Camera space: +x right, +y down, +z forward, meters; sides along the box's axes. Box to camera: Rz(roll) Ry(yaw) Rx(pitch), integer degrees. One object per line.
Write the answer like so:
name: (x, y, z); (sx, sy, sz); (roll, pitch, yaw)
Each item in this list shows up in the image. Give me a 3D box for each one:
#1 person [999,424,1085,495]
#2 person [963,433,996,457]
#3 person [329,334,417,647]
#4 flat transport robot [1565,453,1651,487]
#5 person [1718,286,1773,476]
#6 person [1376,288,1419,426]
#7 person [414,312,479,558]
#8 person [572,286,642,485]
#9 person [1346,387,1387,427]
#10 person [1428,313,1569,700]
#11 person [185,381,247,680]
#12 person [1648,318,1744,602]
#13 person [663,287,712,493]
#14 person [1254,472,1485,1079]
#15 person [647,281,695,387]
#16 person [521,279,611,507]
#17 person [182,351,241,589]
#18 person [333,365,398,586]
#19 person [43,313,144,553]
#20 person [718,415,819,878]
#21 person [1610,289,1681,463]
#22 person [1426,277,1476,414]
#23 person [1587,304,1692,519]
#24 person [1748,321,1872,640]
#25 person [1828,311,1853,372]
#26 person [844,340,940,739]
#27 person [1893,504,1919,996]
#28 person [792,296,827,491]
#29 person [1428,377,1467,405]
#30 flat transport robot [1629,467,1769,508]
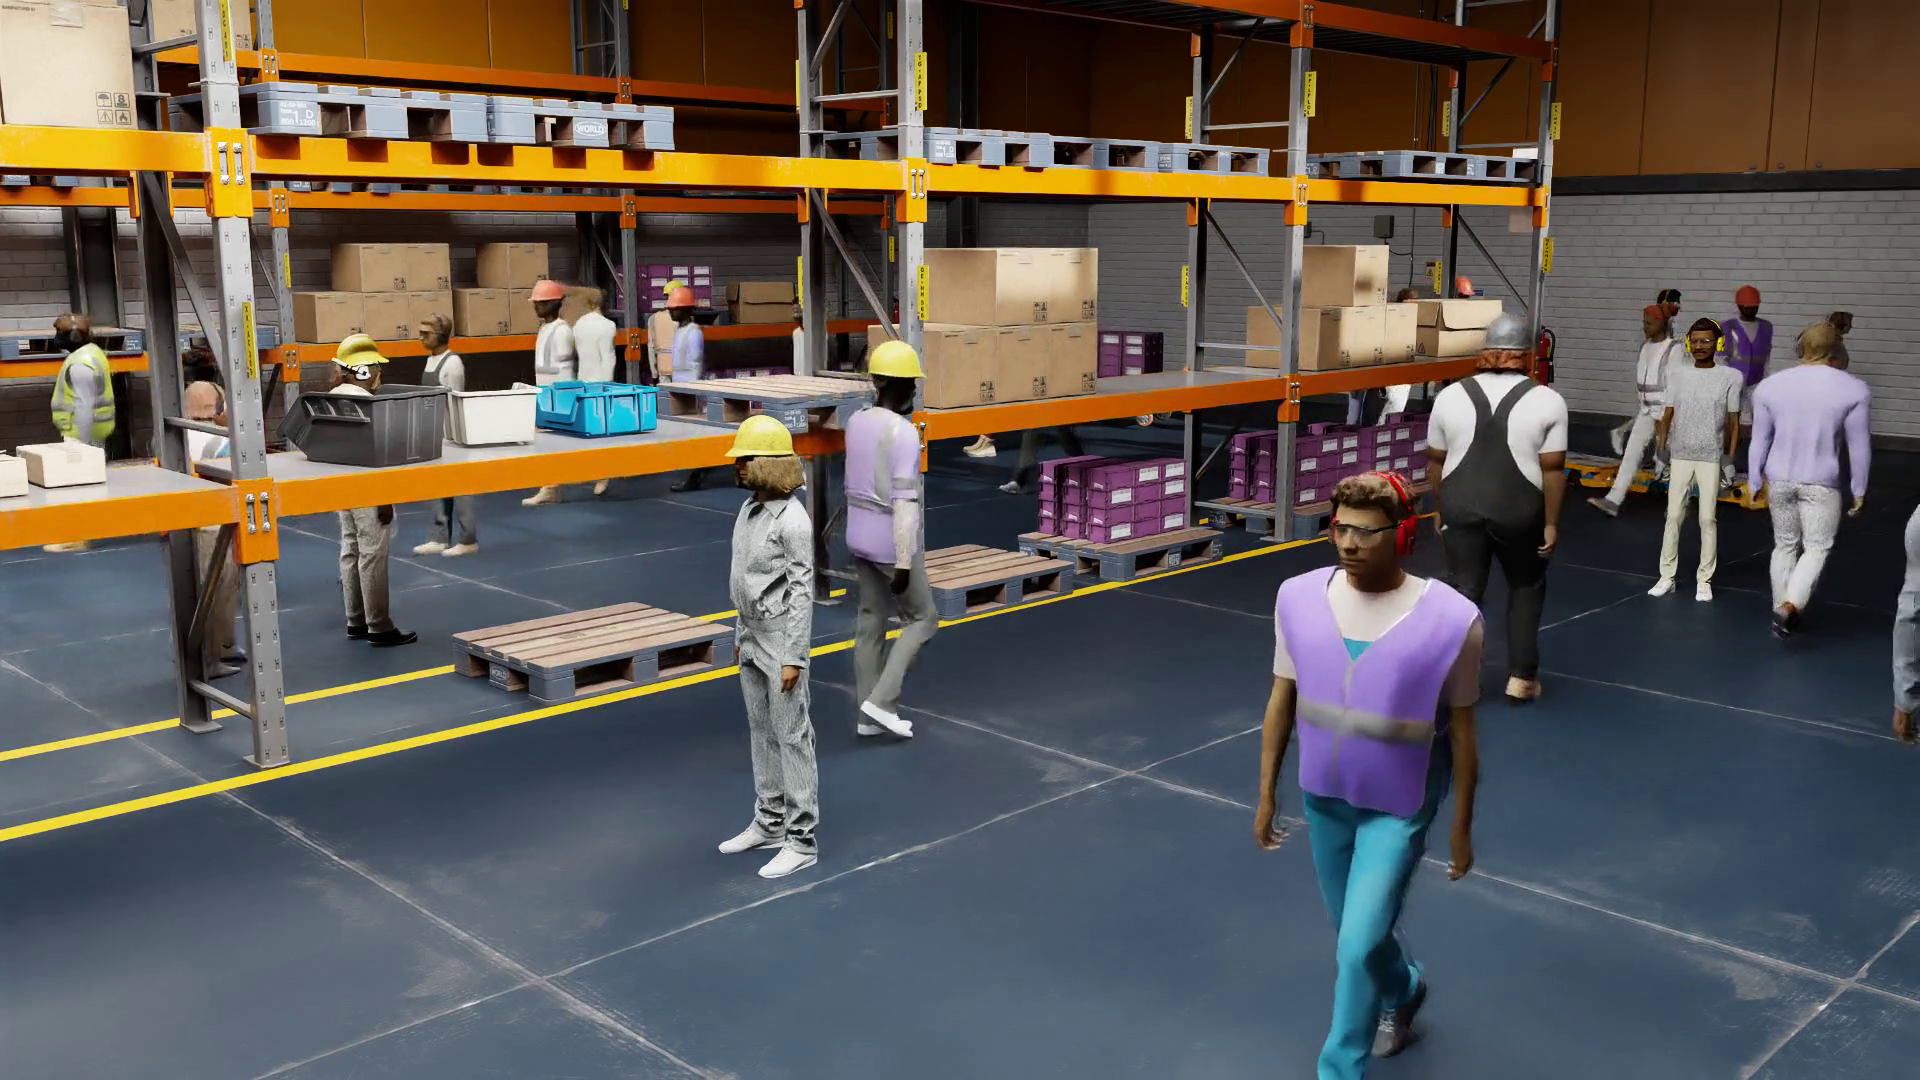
person: (0.831, -1.339, 15.475); (1.023, 1.868, 0.643); (-7, 13, -34)
person: (0.204, -1.924, 18.130); (0.396, 2.042, 0.610); (-1, 10, -5)
person: (-3.488, -0.290, 9.791); (0.403, 1.834, 0.589); (-10, 14, -42)
flat transport robot: (6.019, -0.715, 16.371); (0.652, 0.197, 1.431); (-6, 12, -27)
person: (7.889, -1.589, 16.693); (0.592, 1.907, 0.411); (0, 10, 0)
person: (4.903, -1.901, 18.603); (0.645, 1.826, 0.435); (-8, 13, -37)
person: (-3.876, -0.784, 12.468); (0.361, 1.844, 0.509); (-9, 14, -41)
person: (-3.429, -1.505, 16.207); (0.641, 1.899, 0.976); (9, 14, 40)
person: (4.197, -1.598, 17.126); (0.523, 1.761, 0.328); (-7, 13, -34)
person: (2.756, -0.164, 8.537); (0.704, 2.000, 0.656); (6, 12, 29)
person: (-4.055, -0.061, 9.129); (0.534, 1.614, 0.595); (6, 12, 31)
person: (4.863, -0.528, 10.991); (0.524, 1.871, 0.325); (7, 13, 34)
person: (-2.579, -1.396, 15.560); (0.394, 1.927, 0.565); (-6, 12, -28)
person: (1.131, 0.689, 4.541); (0.578, 1.810, 0.916); (8, 13, 38)
person: (-3.060, -1.816, 17.879); (0.585, 1.920, 0.383); (4, 11, 20)
person: (-3.532, -1.303, 14.813); (0.757, 2.024, 0.611); (-6, 12, -28)
person: (-4.822, -0.389, 10.729); (0.540, 1.679, 0.568); (5, 11, 24)
person: (-3.875, -0.352, 10.674); (0.536, 1.623, 0.423); (4, 11, 19)
person: (-6.667, -0.828, 12.746); (0.722, 1.824, 0.654); (-3, 11, -17)
person: (-0.727, 0.397, 6.292); (0.295, 1.744, 0.485); (-7, 12, -33)
person: (7.350, -1.736, 17.658); (0.658, 1.845, 0.537); (10, 14, 43)
person: (5.576, -2.043, 19.078); (0.638, 1.948, 0.979); (-6, 12, -28)
person: (5.856, -1.073, 14.055); (1.009, 1.825, 0.602); (-3, 11, -16)
person: (4.944, -0.321, 9.756); (0.666, 1.917, 0.677); (9, 14, 39)
person: (9.050, -1.555, 17.242); (0.365, 1.624, 0.528); (5, 12, 27)
person: (-0.336, 0.015, 7.911); (0.415, 1.913, 0.584); (-8, 13, -37)
person: (3.241, 0.509, 5.183); (0.505, 1.923, 0.642); (-9, 14, -42)
person: (-1.496, -1.357, 15.559); (0.673, 1.847, 0.565); (-9, 14, -40)
person: (4.916, -1.504, 16.633); (0.530, 1.760, 0.340); (-2, 11, -12)
flat transport robot: (6.849, -0.501, 15.203); (0.652, 0.197, 1.431); (-7, 13, -34)
